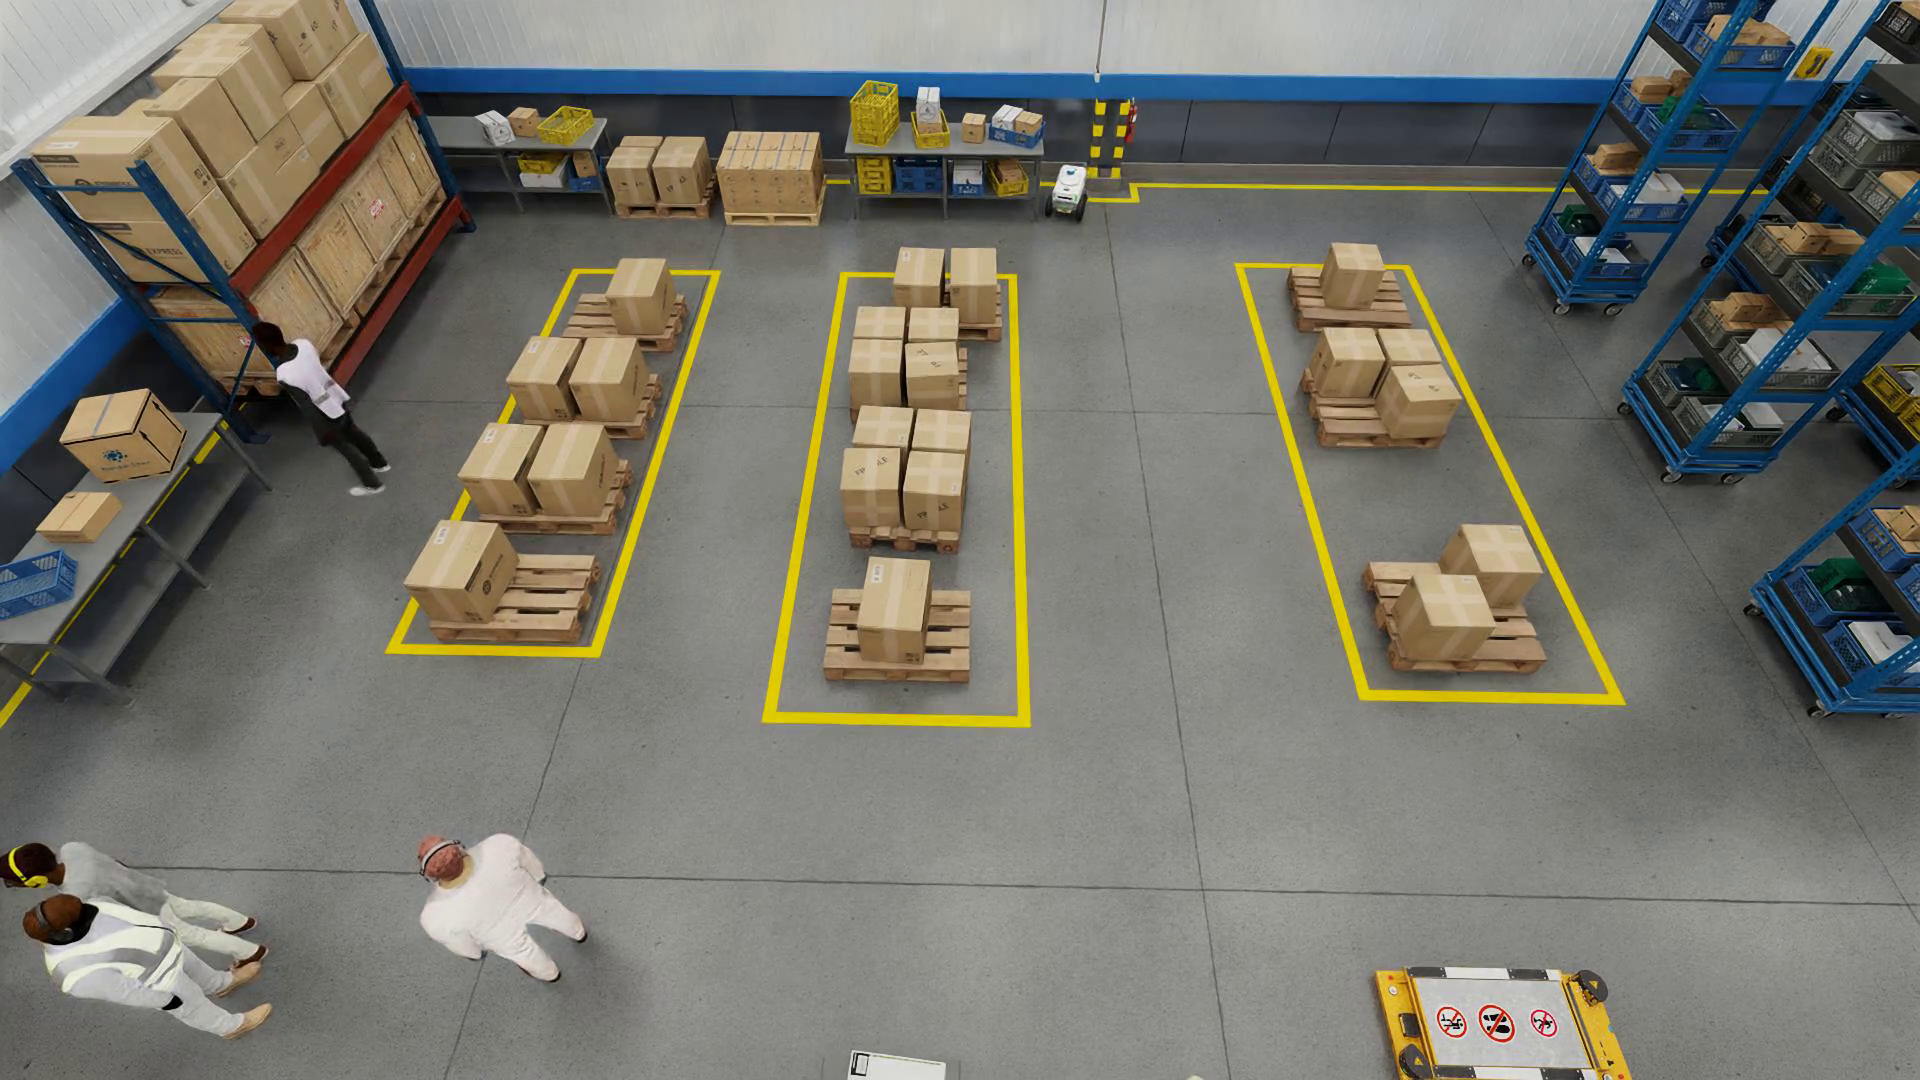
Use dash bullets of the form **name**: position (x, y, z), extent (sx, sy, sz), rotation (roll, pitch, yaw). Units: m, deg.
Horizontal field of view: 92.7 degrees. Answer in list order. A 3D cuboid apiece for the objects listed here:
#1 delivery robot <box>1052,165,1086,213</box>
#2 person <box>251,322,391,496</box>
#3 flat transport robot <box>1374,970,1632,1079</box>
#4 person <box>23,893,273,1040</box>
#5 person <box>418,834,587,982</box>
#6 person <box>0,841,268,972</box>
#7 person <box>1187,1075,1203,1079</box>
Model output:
- **delivery robot**: position (1.430, -4.637, 12.008), extent (0.477, 0.478, 0.707), rotation (11, 52, 9)
- **person**: position (-5.798, -1.196, 8.389), extent (0.405, 1.918, 0.590), rotation (-7, 51, -5)
- **flat transport robot**: position (3.501, 3.133, 5.914), extent (1.431, 0.197, 0.652), rotation (1, 51, 1)
- **person**: position (-4.782, 2.505, 5.429), extent (0.431, 1.835, 0.623), rotation (-31, 57, -23)
- **person**: position (-2.802, 2.243, 5.592), extent (0.400, 1.909, 0.643), rotation (24, 55, 18)
- **person**: position (-5.018, 2.250, 5.624), extent (0.364, 1.857, 0.530), rotation (-32, 58, -24)
- **person**: position (1.129, 3.247, 4.828), extent (0.404, 1.822, 0.586), rotation (27, 56, 20)
